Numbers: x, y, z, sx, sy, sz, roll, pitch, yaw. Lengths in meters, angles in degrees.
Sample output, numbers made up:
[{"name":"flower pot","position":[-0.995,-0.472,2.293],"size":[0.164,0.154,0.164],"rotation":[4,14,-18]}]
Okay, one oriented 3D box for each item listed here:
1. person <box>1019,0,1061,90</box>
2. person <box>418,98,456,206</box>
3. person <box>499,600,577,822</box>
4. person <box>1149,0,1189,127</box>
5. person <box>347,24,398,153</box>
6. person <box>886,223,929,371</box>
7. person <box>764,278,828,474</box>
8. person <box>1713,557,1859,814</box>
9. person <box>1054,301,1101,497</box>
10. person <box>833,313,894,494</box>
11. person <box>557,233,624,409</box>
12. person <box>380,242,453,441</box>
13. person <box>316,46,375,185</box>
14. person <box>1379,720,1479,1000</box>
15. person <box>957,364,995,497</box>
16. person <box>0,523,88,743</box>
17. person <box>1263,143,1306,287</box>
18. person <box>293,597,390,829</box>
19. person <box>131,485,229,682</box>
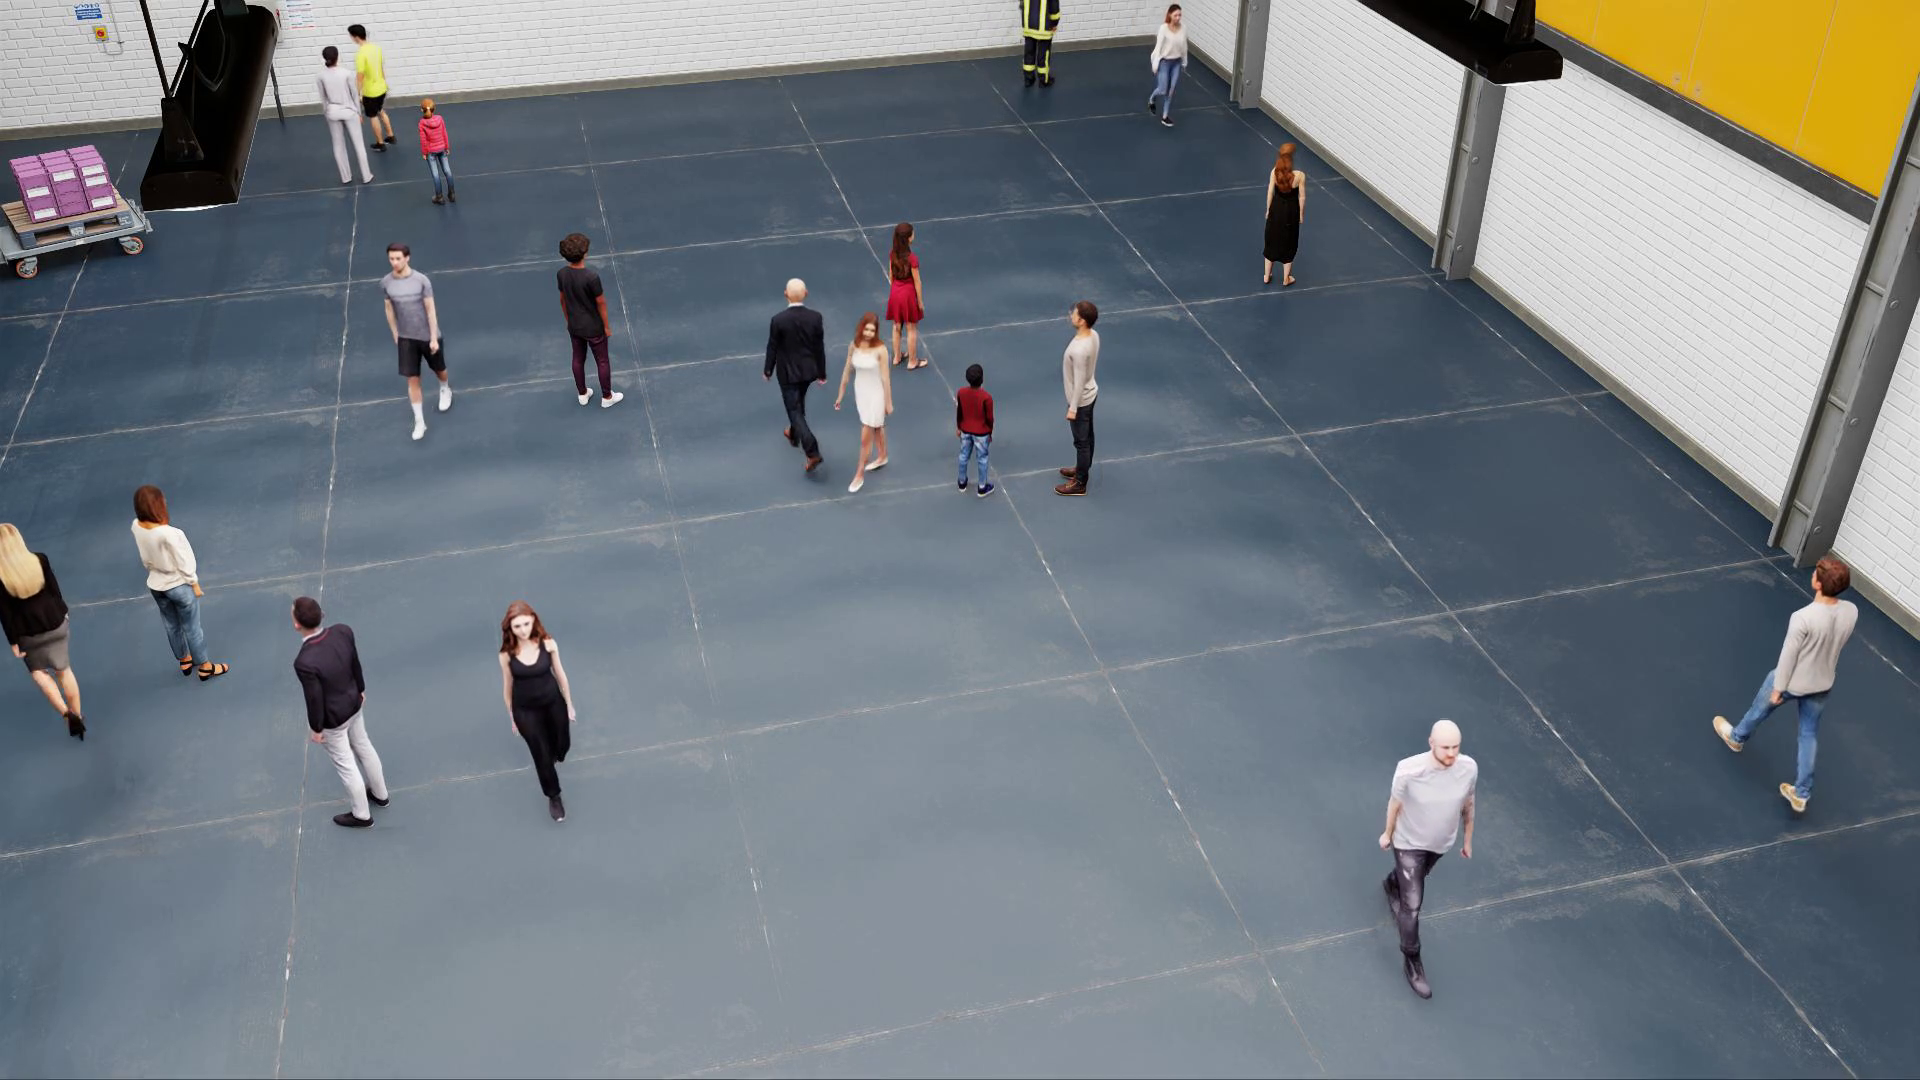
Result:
[{"name":"person","position":[1.138,-7.553,24.133],"size":[0.889,1.926,0.940],"rotation":[17,37,23]},{"name":"person","position":[-6.471,-4.811,20.557],"size":[0.587,1.318,0.613],"rotation":[-26,41,-33]},{"name":"person","position":[-2.877,1.088,11.313],"size":[0.692,1.727,0.958],"rotation":[-14,36,-19]},{"name":"person","position":[2.826,-6.538,22.837],"size":[0.704,1.671,0.824],"rotation":[-14,36,-20]},{"name":"person","position":[-7.714,-5.952,21.938],"size":[0.807,1.689,0.704],"rotation":[14,36,20]},{"name":"person","position":[-0.556,-2.476,16.831],"size":[0.681,1.553,0.741],"rotation":[22,40,30]},{"name":"person","position":[-1.454,-1.477,15.129],"size":[0.883,1.774,1.243],"rotation":[-19,38,-26]},{"name":"person","position":[5.785,1.018,11.305],"size":[0.766,1.852,1.214],"rotation":[-5,34,-8]},{"name":"person","position":[1.077,-1.258,14.714],"size":[0.804,1.868,0.685],"rotation":[8,34,12]},{"name":"person","position":[-0.745,-1.318,14.974],"size":[0.975,1.680,0.989],"rotation":[26,41,33]},{"name":"person","position":[-3.623,-2.124,16.094],"size":[0.721,1.784,0.739],"rotation":[9,35,13]},{"name":"person","position":[-5.116,-1.988,15.837],"size":[0.801,1.840,1.225],"rotation":[-2,34,-3]},{"name":"person","position":[-7.809,-5.375,21.030],"size":[0.650,1.734,0.586],"rotation":[-4,34,-6]},{"name":"person","position":[2.823,1.782,10.214],"size":[0.758,1.787,1.224],"rotation":[-4,34,-7]},{"name":"person","position":[0.131,-0.990,14.869],"size":[0.590,1.250,0.642],"rotation":[15,37,22]},{"name":"person","position":[-6.447,0.716,11.785],"size":[0.837,1.824,0.775],"rotation":[25,41,32]},{"name":"person","position":[3.595,-3.623,18.492],"size":[0.681,1.625,0.727],"rotation":[13,36,18]},{"name":"person","position":[-4.147,1.150,11.117],"size":[0.798,1.839,0.709],"rotation":[13,36,19]},{"name":"person","position":[-5.924,0.328,12.500],"size":[0.692,1.678,0.742],"rotation":[16,37,22]}]
